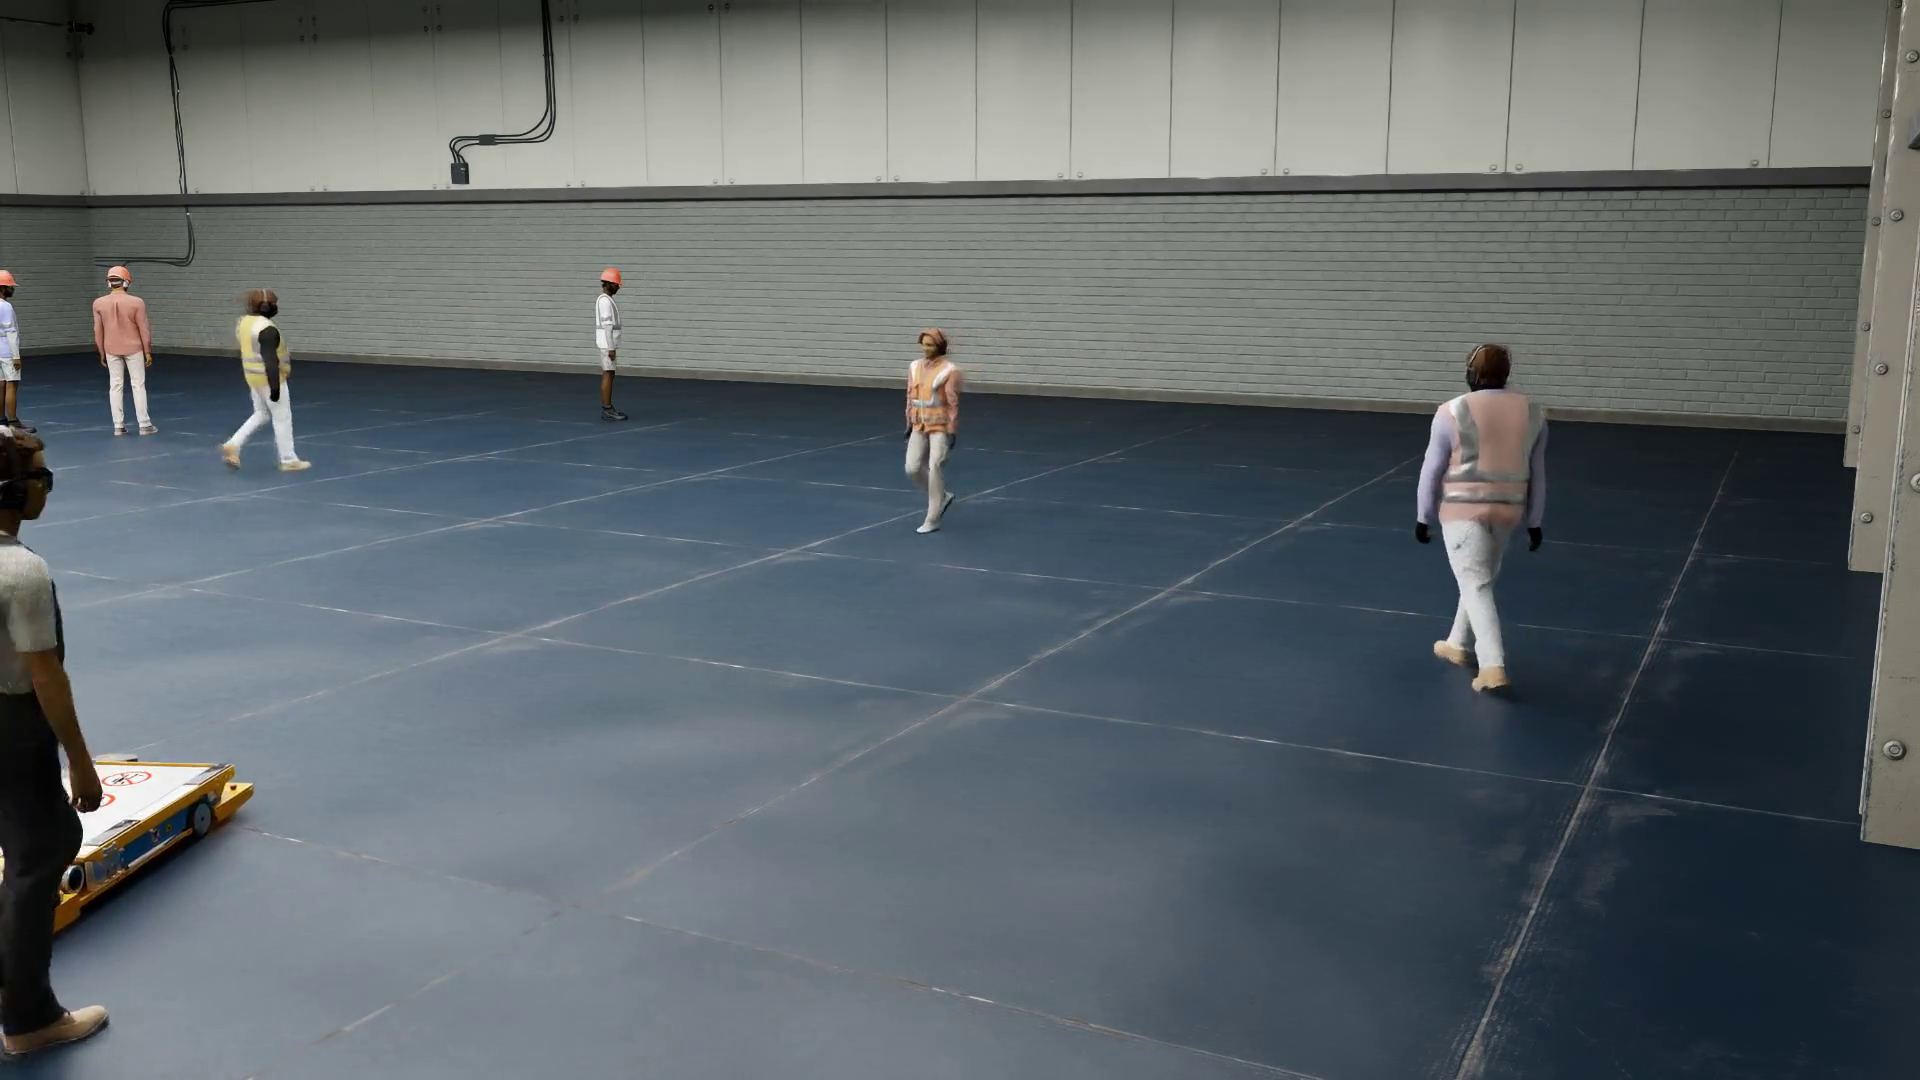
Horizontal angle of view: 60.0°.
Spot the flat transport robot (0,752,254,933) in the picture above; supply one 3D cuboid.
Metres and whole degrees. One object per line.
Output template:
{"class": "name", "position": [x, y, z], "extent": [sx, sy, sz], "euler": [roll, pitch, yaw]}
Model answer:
{"class": "flat transport robot", "position": [-3.298, 1.096, 6.194], "extent": [0.652, 0.197, 1.431], "euler": [1, 10, 4]}

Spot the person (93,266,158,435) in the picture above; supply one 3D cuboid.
{"class": "person", "position": [-9.849, -2.225, 19.624], "extent": [0.608, 1.988, 0.387], "euler": [-1, 10, -7]}

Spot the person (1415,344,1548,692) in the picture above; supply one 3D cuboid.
{"class": "person", "position": [2.750, -0.132, 8.761], "extent": [0.640, 1.796, 0.989], "euler": [-2, 11, -11]}

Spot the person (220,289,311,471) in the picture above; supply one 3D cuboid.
{"class": "person", "position": [-6.921, -1.569, 16.490], "extent": [0.630, 1.825, 0.749], "euler": [10, 14, 44]}

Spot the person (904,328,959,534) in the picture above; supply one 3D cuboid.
{"class": "person", "position": [-0.203, -0.876, 13.223], "extent": [0.537, 1.624, 0.467], "euler": [9, 14, 40]}

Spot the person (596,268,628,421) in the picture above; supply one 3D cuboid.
{"class": "person", "position": [-4.453, -2.489, 21.225], "extent": [0.368, 1.929, 0.542], "euler": [-3, 11, -16]}

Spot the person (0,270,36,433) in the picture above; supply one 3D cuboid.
{"class": "person", "position": [-11.291, -2.220, 19.728], "extent": [0.553, 1.935, 0.365], "euler": [8, 13, 36]}

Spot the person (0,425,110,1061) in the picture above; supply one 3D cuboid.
{"class": "person", "position": [-2.659, 0.585, 4.734], "extent": [0.538, 1.828, 0.406], "euler": [8, 13, 37]}
